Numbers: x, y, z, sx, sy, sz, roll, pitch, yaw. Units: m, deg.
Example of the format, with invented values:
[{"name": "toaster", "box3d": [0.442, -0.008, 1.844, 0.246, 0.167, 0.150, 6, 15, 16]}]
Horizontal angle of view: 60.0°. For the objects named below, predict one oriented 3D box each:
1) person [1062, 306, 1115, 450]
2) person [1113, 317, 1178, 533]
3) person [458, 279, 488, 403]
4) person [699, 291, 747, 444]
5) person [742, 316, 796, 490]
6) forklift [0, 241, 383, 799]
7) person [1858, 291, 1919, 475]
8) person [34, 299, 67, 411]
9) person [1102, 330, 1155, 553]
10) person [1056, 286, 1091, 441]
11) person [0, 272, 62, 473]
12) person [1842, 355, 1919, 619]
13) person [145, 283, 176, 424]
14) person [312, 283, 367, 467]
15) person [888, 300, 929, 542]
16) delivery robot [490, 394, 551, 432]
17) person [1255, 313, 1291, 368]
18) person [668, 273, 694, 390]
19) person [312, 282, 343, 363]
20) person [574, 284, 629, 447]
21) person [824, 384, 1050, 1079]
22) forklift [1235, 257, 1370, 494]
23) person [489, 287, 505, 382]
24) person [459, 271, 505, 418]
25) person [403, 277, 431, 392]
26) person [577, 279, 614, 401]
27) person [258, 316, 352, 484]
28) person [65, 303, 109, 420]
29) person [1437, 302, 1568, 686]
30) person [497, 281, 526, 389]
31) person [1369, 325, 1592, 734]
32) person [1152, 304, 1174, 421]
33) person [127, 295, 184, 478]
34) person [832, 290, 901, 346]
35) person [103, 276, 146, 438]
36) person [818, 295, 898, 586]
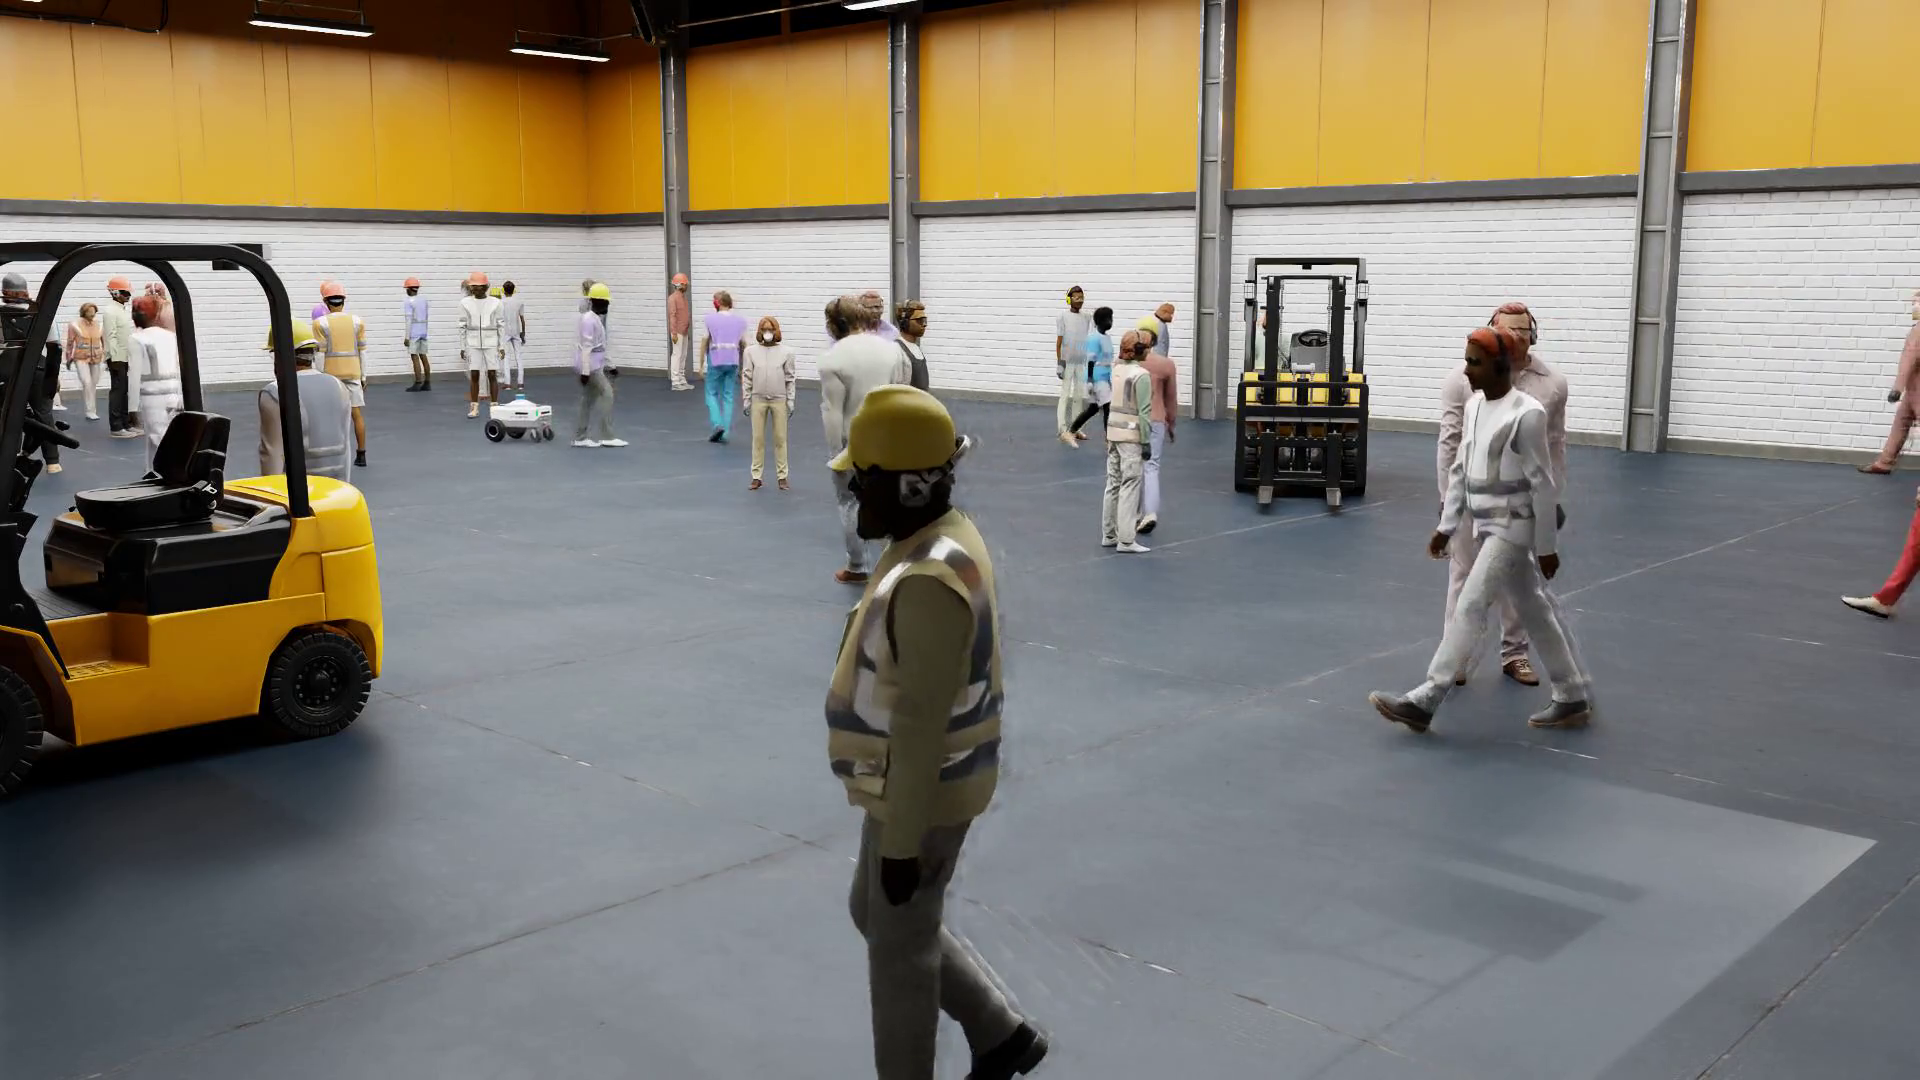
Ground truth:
[{"name": "person", "box3d": [1.531, -1.815, 18.800, 0.845, 1.661, 0.535, 4, 10, 23]}, {"name": "person", "box3d": [1.477, -0.919, 13.225, 0.528, 1.694, 0.954, 0, 9, 3]}, {"name": "person", "box3d": [-7.517, -3.062, 25.671, 0.488, 1.912, 0.654, -6, 11, -31]}, {"name": "person", "box3d": [-2.807, -2.036, 19.683, 0.617, 1.810, 0.483, -5, 10, -27]}, {"name": "person", "box3d": [-1.793, -1.283, 15.623, 0.499, 1.634, 0.288, 0, 9, -2]}, {"name": "forklift", "box3d": [-3.706, -0.171, 7.093, 1.214, 2.155, 2.313, 9, 13, 43]}, {"name": "person", "box3d": [9.495, -1.521, 16.418, 0.989, 1.861, 0.654, 9, 13, 44]}, {"name": "person", "box3d": [-13.356, -2.692, 24.247, 0.514, 1.641, 0.309, 0, 9, 1]}, {"name": "person", "box3d": [1.243, -0.721, 12.201, 0.323, 1.628, 0.516, -3, 10, -19]}, {"name": "person", "box3d": [1.381, -2.122, 20.047, 0.508, 1.872, 0.329, -6, 11, -33]}, {"name": "person", "box3d": [-9.469, -1.678, 16.802, 0.689, 2.000, 0.538, -5, 11, -29]}, {"name": "person", "box3d": [5.680, -0.345, 9.579, 0.895, 1.721, 0.544, 4, 10, 24]}, {"name": "person", "box3d": [-9.865, -2.223, 20.575, 0.399, 1.902, 0.643, -6, 11, -34]}, {"name": "person", "box3d": [-6.459, -1.707, 17.328, 0.543, 1.928, 0.373, -7, 12, -38]}, {"name": "person", "box3d": [-0.380, -0.842, 12.270, 0.343, 1.847, 0.507, 3, 10, 16]}, {"name": "delivery robot", "box3d": [-5.272, -1.506, 19.977, 0.707, 0.478, 0.477, 4, 10, 20]}, {"name": "person", "box3d": [3.703, -1.934, 19.758, 0.525, 1.584, 0.870, 6, 11, 34]}, {"name": "person", "box3d": [-4.778, -3.562, 28.496, 0.392, 1.991, 0.625, 2, 10, 13]}, {"name": "person", "box3d": [-9.091, -2.750, 23.859, 0.686, 1.899, 0.601, 3, 10, 19]}, {"name": "person", "box3d": [-4.152, -2.004, 19.250, 0.768, 1.897, 0.613, -2, 9, -10]}, {"name": "person", "box3d": [-0.088, 0.554, 3.780, 0.474, 1.819, 0.617, 0, 9, 0]}, {"name": "forklift", "box3d": [3.309, -1.629, 16.029, 1.214, 2.155, 2.313, 2, 9, 11]}, {"name": "person", "box3d": [-8.457, -3.749, 30.424, 0.500, 1.739, 0.365, 2, 9, 13]}, {"name": "person", "box3d": [-6.618, -2.696, 23.042, 0.615, 2.039, 0.386, -1, 9, -9]}, {"name": "person", "box3d": [-9.216, -3.472, 28.126, 0.378, 1.933, 0.551, 4, 10, 21]}, {"name": "person", "box3d": [-5.758, -3.138, 26.125, 0.678, 1.930, 0.645, 4, 10, 21]}, {"name": "person", "box3d": [-3.463, -0.263, 8.792, 0.403, 1.823, 0.590, 4, 10, 23]}, {"name": "person", "box3d": [-11.837, -2.420, 22.661, 0.765, 1.602, 0.540, 7, 12, 39]}, {"name": "person", "box3d": [2.698, -0.220, 8.274, 0.638, 1.909, 0.406, 0, 9, 2]}, {"name": "person", "box3d": [-7.747, -3.526, 28.651, 0.531, 1.870, 0.317, -6, 11, -31]}, {"name": "person", "box3d": [2.384, -0.036, 7.415, 1.071, 1.821, 0.550, 0, 9, -2]}, {"name": "person", "box3d": [2.664, -2.363, 22.347, 0.420, 1.610, 0.653, 1, 9, 8]}, {"name": "person", "box3d": [-6.871, -1.184, 14.368, 0.890, 1.857, 0.587, 2, 9, 13]}, {"name": "person", "box3d": [-0.765, -1.232, 14.522, 0.666, 1.885, 0.587, -5, 11, -29]}, {"name": "person", "box3d": [-10.301, -2.244, 20.464, 0.409, 1.987, 0.608, -2, 9, -10]}, {"name": "person", "box3d": [-0.594, -0.613, 10.681, 0.665, 1.913, 0.669, -8, 12, -40]}]
